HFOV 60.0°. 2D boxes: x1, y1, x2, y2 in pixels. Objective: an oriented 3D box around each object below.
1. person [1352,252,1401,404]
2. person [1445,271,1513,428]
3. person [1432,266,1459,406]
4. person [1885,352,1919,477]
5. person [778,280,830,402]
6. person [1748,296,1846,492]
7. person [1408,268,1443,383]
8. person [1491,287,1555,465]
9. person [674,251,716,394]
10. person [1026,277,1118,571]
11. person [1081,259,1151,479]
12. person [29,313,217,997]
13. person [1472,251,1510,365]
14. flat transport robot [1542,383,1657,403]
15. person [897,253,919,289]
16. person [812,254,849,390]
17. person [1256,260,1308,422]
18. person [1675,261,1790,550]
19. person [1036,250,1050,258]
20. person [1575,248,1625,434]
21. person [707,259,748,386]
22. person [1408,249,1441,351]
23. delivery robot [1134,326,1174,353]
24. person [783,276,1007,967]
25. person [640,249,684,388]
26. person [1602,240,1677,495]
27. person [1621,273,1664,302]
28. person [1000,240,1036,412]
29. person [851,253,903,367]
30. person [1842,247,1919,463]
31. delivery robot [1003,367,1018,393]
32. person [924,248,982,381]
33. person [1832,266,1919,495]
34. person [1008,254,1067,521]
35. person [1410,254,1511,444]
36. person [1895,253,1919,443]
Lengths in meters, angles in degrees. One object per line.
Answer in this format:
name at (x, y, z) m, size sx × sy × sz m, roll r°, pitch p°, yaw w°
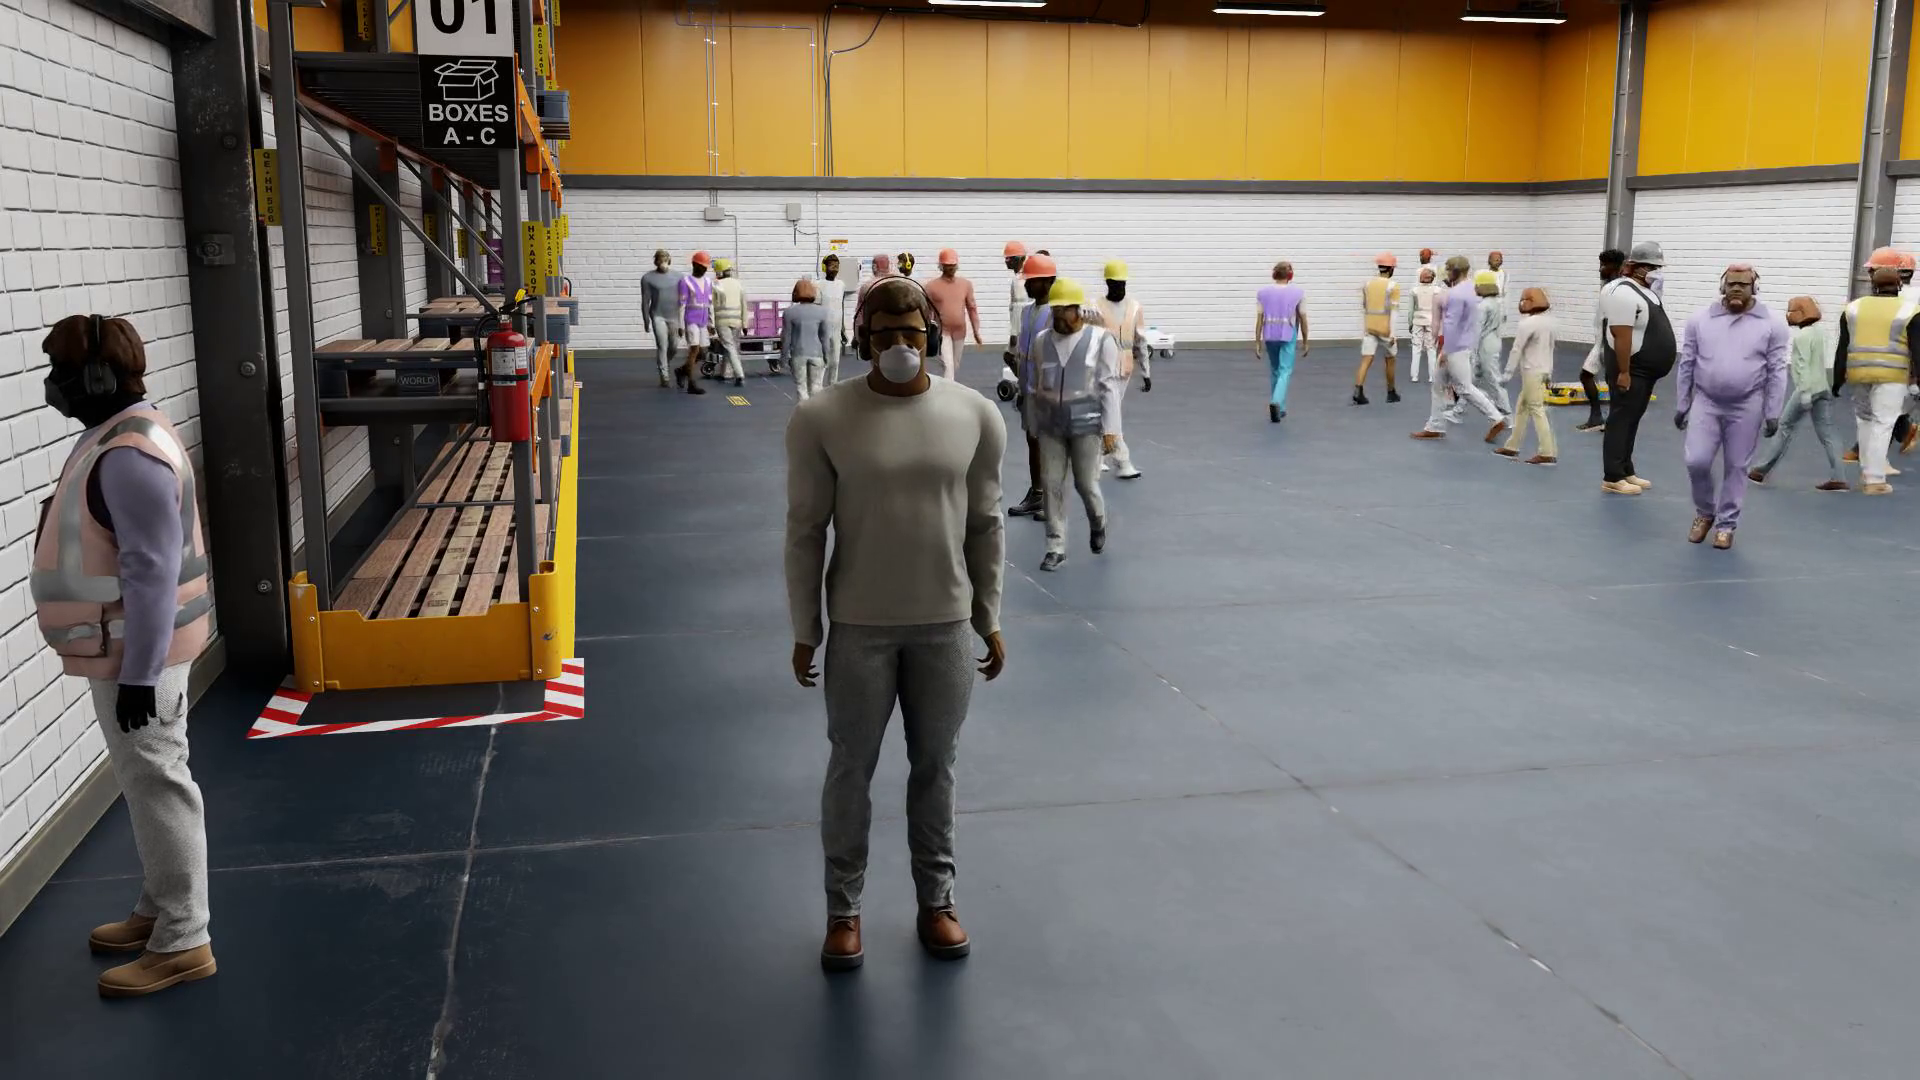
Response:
person at (5.210, -2.626, 20.702) m, size 0.543 × 1.899 × 0.935 m, roll 9°, pitch 14°, yaw 40°
person at (5.684, -2.074, 18.167) m, size 0.904 × 1.695 × 0.506 m, roll 6°, pitch 12°, yaw 31°
person at (6.038, -2.489, 20.339) m, size 0.549 × 1.730 × 0.422 m, roll 4°, pitch 11°, yaw 22°
person at (8.228, -1.325, 14.097) m, size 0.553 × 1.647 × 0.864 m, roll -6°, pitch 12°, yaw -29°
person at (-1.647, -1.932, 17.577) m, size 0.513 × 1.616 × 0.423 m, roll -6°, pitch 12°, yaw -28°
person at (6.886, -1.199, 13.644) m, size 0.512 × 1.574 × 0.876 m, roll -10°, pitch 14°, yaw -43°
person at (6.656, -3.058, 23.763) m, size 0.513 × 1.639 × 0.311 m, roll 5°, pitch 12°, yaw 28°
person at (5.137, -1.499, 15.204) m, size 0.761 × 1.599 × 0.520 m, roll 10°, pitch 14°, yaw 44°
person at (-3.583, -2.901, 22.180) m, size 0.669 × 1.899 × 0.574 m, roll 7°, pitch 12°, yaw 33°
person at (0.701, -0.731, 10.390) m, size 0.601 × 1.814 × 0.624 m, roll 4°, pitch 11°, yaw 21°
person at (1.341, -1.486, 14.400) m, size 0.606 × 1.873 × 0.986 m, roll -5°, pitch 11°, yaw -25°
person at (-2.278, 0.309, 4.547) m, size 0.429 × 1.841 × 0.634 m, roll -6°, pitch 12°, yaw -29°
person at (8.357, -3.617, 26.215) m, size 0.595 × 1.871 × 0.520 m, roll -1°, pitch 10°, yaw -7°
flat transport robot at (7.928, -1.858, 20.903) m, size 1.431 × 0.197 × 0.652 m, roll -2°, pitch 10°, yaw -12°
person at (-0.709, -3.006, 22.871) m, size 0.317 × 1.860 × 0.509 m, roll -2°, pitch 10°, yaw -10°
person at (-1.584, -2.558, 20.366) m, size 0.313 × 1.865 × 0.528 m, roll 9°, pitch 14°, yaw 42°
person at (3.628, -2.260, 18.867) m, size 0.576 × 1.818 × 0.877 m, roll 5°, pitch 12°, yaw 28°
person at (5.064, -0.876, 10.958) m, size 0.670 × 1.890 × 0.433 m, roll 6°, pitch 12°, yaw 30°
person at (1.114, -2.969, 22.534) m, size 0.556 × 1.900 × 0.629 m, roll 8°, pitch 13°, yaw 37°
person at (6.738, -2.072, 17.443) m, size 0.591 × 1.942 × 0.628 m, roll 9°, pitch 13°, yaw 40°
person at (-3.269, -3.046, 23.324) m, size 0.936 × 1.779 × 0.596 m, roll 10°, pitch 14°, yaw 44°
person at (8.490, -4.426, 30.702) m, size 0.610 × 1.864 × 0.759 m, roll -7°, pitch 12°, yaw -33°
delivery robot at (3.306, -3.416, 28.489) m, size 0.707 × 0.478 × 0.477 m, roll -3°, pitch 11°, yaw -18°
person at (-0.175, 0.236, 4.681) m, size 0.635 × 1.937 × 0.355 m, roll -2°, pitch 10°, yaw -13°
person at (-4.139, -3.094, 23.192) m, size 0.640 × 1.918 × 0.675 m, roll -5°, pitch 11°, yaw -26°
person at (5.497, -1.398, 13.450) m, size 0.535 × 2.000 × 0.684 m, roll 7°, pitch 12°, yaw 34°
person at (9.762, -3.219, 23.857) m, size 0.591 × 1.927 × 0.366 m, roll 1°, pitch 10°, yaw 7°
person at (0.737, -2.513, 19.661) m, size 0.543 × 2.021 × 0.664 m, roll 1°, pitch 10°, yaw 6°
person at (-0.879, -2.286, 18.843) m, size 0.644 × 1.882 × 0.588 m, roll -9°, pitch 13°, yaw -40°
person at (8.438, -1.673, 15.150) m, size 0.658 × 1.978 × 0.630 m, roll 4°, pitch 11°, yaw 19°
delivery robot at (0.900, -2.069, 21.029) m, size 0.707 × 0.478 × 0.477 m, roll 7°, pitch 13°, yaw 36°
person at (-0.119, -2.419, 19.396) m, size 0.621 × 1.952 × 1.014 m, roll -4°, pitch 11°, yaw -23°
person at (7.484, -1.289, 13.459) m, size 0.673 × 1.817 × 0.698 m, roll -8°, pitch 13°, yaw -38°
person at (0.583, -1.106, 12.120) m, size 0.362 × 1.935 × 0.553 m, roll -7°, pitch 13°, yaw -35°
person at (5.073, -1.913, 16.701) m, size 0.939 × 1.907 × 0.624 m, roll 4°, pitch 11°, yaw 21°
person at (9.369, -1.900, 16.595) m, size 0.558 × 1.915 × 0.746 m, roll 5°, pitch 12°, yaw 28°
